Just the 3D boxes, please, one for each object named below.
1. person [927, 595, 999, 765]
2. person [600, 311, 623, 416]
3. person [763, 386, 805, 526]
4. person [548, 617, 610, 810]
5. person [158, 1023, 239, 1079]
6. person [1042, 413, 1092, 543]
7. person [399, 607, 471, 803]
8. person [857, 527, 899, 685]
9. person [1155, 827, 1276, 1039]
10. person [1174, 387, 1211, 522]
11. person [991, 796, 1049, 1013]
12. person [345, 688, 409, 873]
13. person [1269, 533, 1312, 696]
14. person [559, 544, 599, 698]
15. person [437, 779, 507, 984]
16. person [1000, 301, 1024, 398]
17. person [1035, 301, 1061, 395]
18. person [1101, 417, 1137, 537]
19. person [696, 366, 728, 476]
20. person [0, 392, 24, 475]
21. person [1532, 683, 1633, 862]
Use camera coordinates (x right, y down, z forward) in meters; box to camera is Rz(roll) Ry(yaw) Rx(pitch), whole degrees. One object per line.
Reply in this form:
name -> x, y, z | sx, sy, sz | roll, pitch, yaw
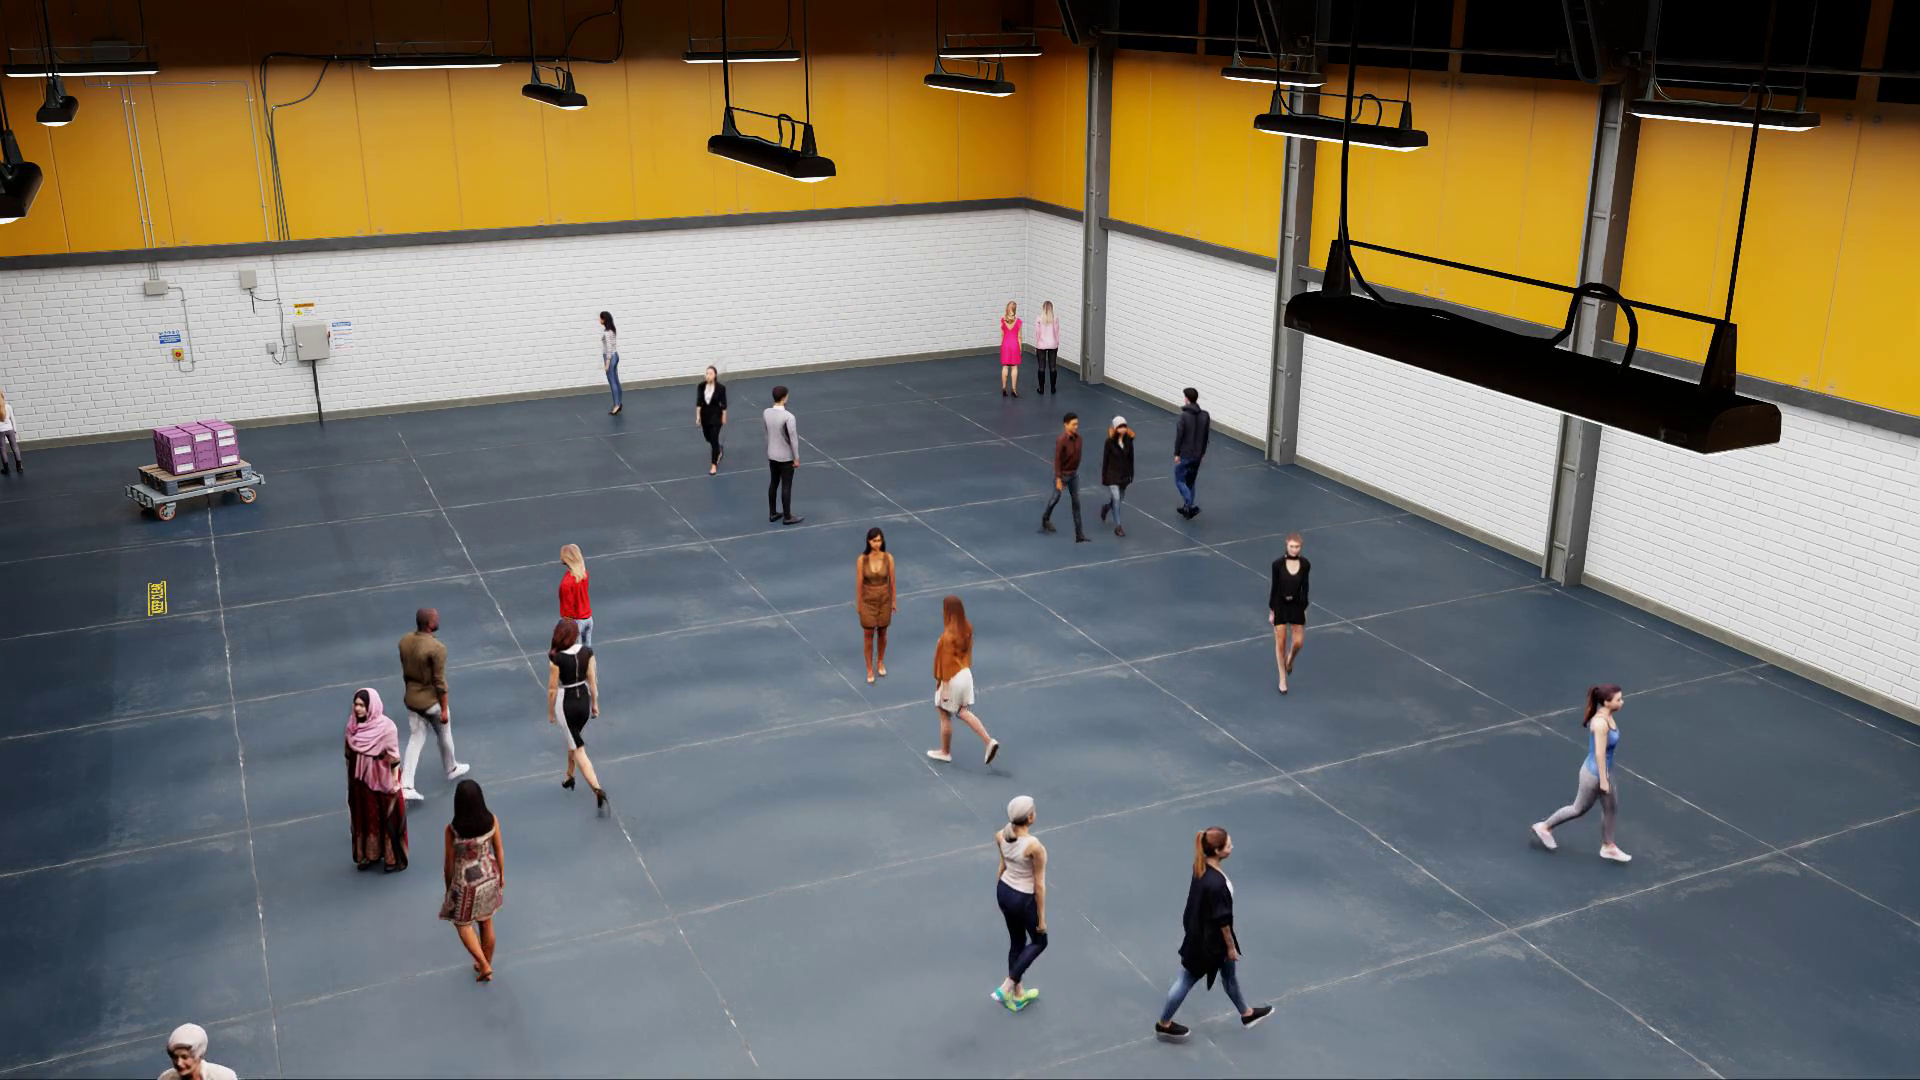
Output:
person -> 0.028, 1.352, 15.636 | 1.078, 1.701, 0.924 | 11, 22, 30
person -> -5.987, -3.049, 28.558 | 0.731, 1.794, 0.612 | 1, 19, 4
person -> -2.460, -1.169, 22.776 | 0.737, 1.921, 0.881 | 14, 23, 35
person -> -3.408, 1.585, 14.854 | 0.813, 1.758, 1.157 | -16, 25, -40
person -> -4.190, 3.457, 9.378 | 0.984, 1.705, 1.199 | 1, 19, 3
person -> 1.347, -0.846, 22.122 | 0.823, 1.727, 1.240 | -14, 23, -36
person -> -4.879, 1.507, 15.024 | 1.202, 1.797, 1.228 | 8, 20, 21
person -> -0.903, 0.658, 17.723 | 0.633, 1.684, 0.711 | -5, 19, -13
person -> 1.626, 2.769, 11.530 | 0.966, 1.636, 1.124 | -1, 19, -4
person -> 3.177, -1.150, 22.789 | 0.672, 1.878, 0.916 | -8, 20, -23
person -> 0.367, 2.641, 11.833 | 0.819, 1.686, 0.801 | -18, 25, -42
person -> -4.881, 1.980, 13.868 | 0.766, 1.638, 0.798 | 4, 19, 11
person -> 3.418, 0.741, 17.370 | 0.747, 1.752, 0.833 | 1, 19, 4
person -> -3.928, 0.862, 17.089 | 0.740, 1.703, 0.666 | 6, 19, 16
person -> -3.528, 2.546, 12.192 | 0.746, 1.636, 0.807 | -14, 23, -36
person -> 0.900, -3.427, 29.796 | 0.666, 1.721, 0.724 | 6, 20, 18
person -> 1.566, -3.487, 30.028 | 0.668, 1.687, 0.648 | -2, 19, -5
person -> 2.085, -0.889, 22.435 | 0.631, 1.609, 0.993 | -7, 20, -20
person -> -3.737, -1.839, 25.226 | 1.012, 1.627, 1.126 | 4, 19, 13
person -> -14.473, -1.644, 25.194 | 0.548, 1.279, 0.569 | -16, 24, -39
person -> 5.287, 1.961, 14.014 | 1.106, 1.582, 0.928 | 11, 22, 30
